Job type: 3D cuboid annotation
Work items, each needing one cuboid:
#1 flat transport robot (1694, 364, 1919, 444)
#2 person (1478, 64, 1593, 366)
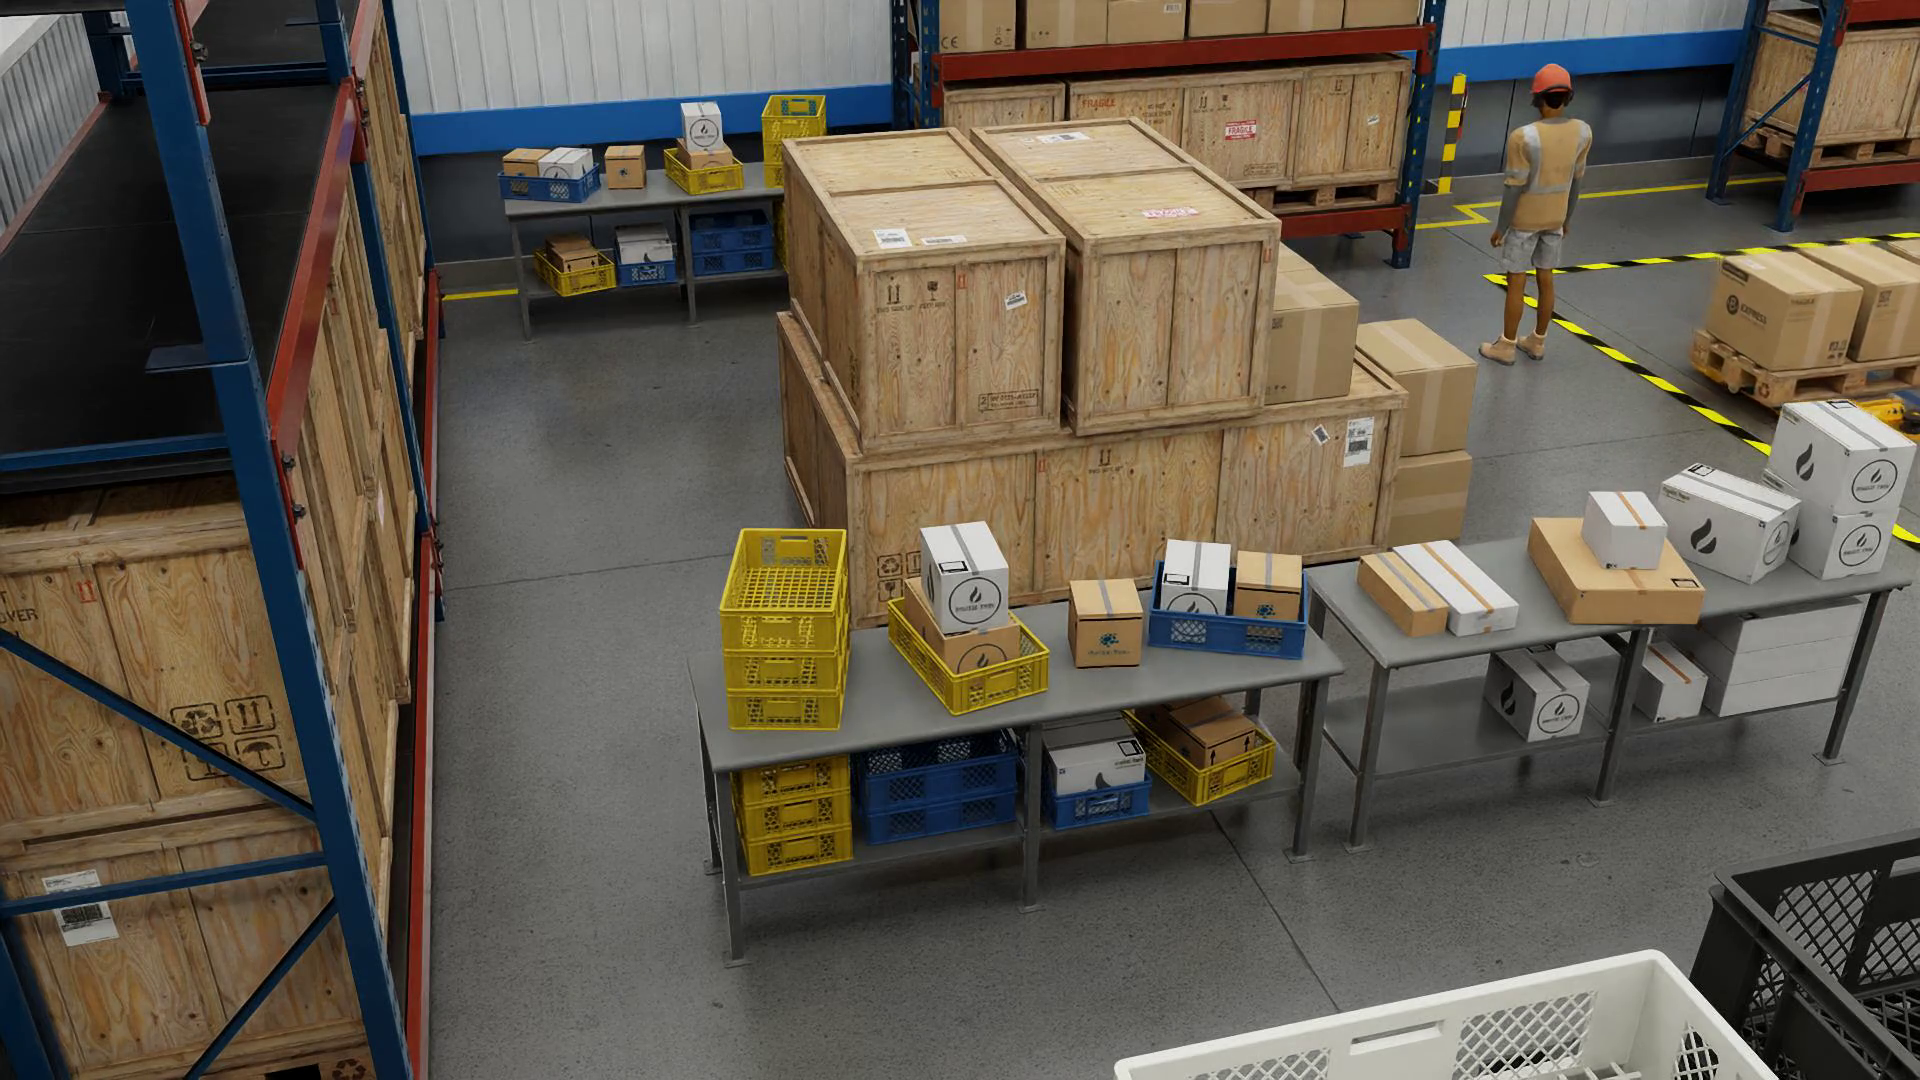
[{"bbox_3d":[5.541,-0.974,10.855,0.652,0.197,1.431,-7,30,-13],"label":"flat transport robot"},{"bbox_3d":[3.867,-2.174,11.238,0.606,2.032,0.400,-8,30,-15],"label":"person"}]
